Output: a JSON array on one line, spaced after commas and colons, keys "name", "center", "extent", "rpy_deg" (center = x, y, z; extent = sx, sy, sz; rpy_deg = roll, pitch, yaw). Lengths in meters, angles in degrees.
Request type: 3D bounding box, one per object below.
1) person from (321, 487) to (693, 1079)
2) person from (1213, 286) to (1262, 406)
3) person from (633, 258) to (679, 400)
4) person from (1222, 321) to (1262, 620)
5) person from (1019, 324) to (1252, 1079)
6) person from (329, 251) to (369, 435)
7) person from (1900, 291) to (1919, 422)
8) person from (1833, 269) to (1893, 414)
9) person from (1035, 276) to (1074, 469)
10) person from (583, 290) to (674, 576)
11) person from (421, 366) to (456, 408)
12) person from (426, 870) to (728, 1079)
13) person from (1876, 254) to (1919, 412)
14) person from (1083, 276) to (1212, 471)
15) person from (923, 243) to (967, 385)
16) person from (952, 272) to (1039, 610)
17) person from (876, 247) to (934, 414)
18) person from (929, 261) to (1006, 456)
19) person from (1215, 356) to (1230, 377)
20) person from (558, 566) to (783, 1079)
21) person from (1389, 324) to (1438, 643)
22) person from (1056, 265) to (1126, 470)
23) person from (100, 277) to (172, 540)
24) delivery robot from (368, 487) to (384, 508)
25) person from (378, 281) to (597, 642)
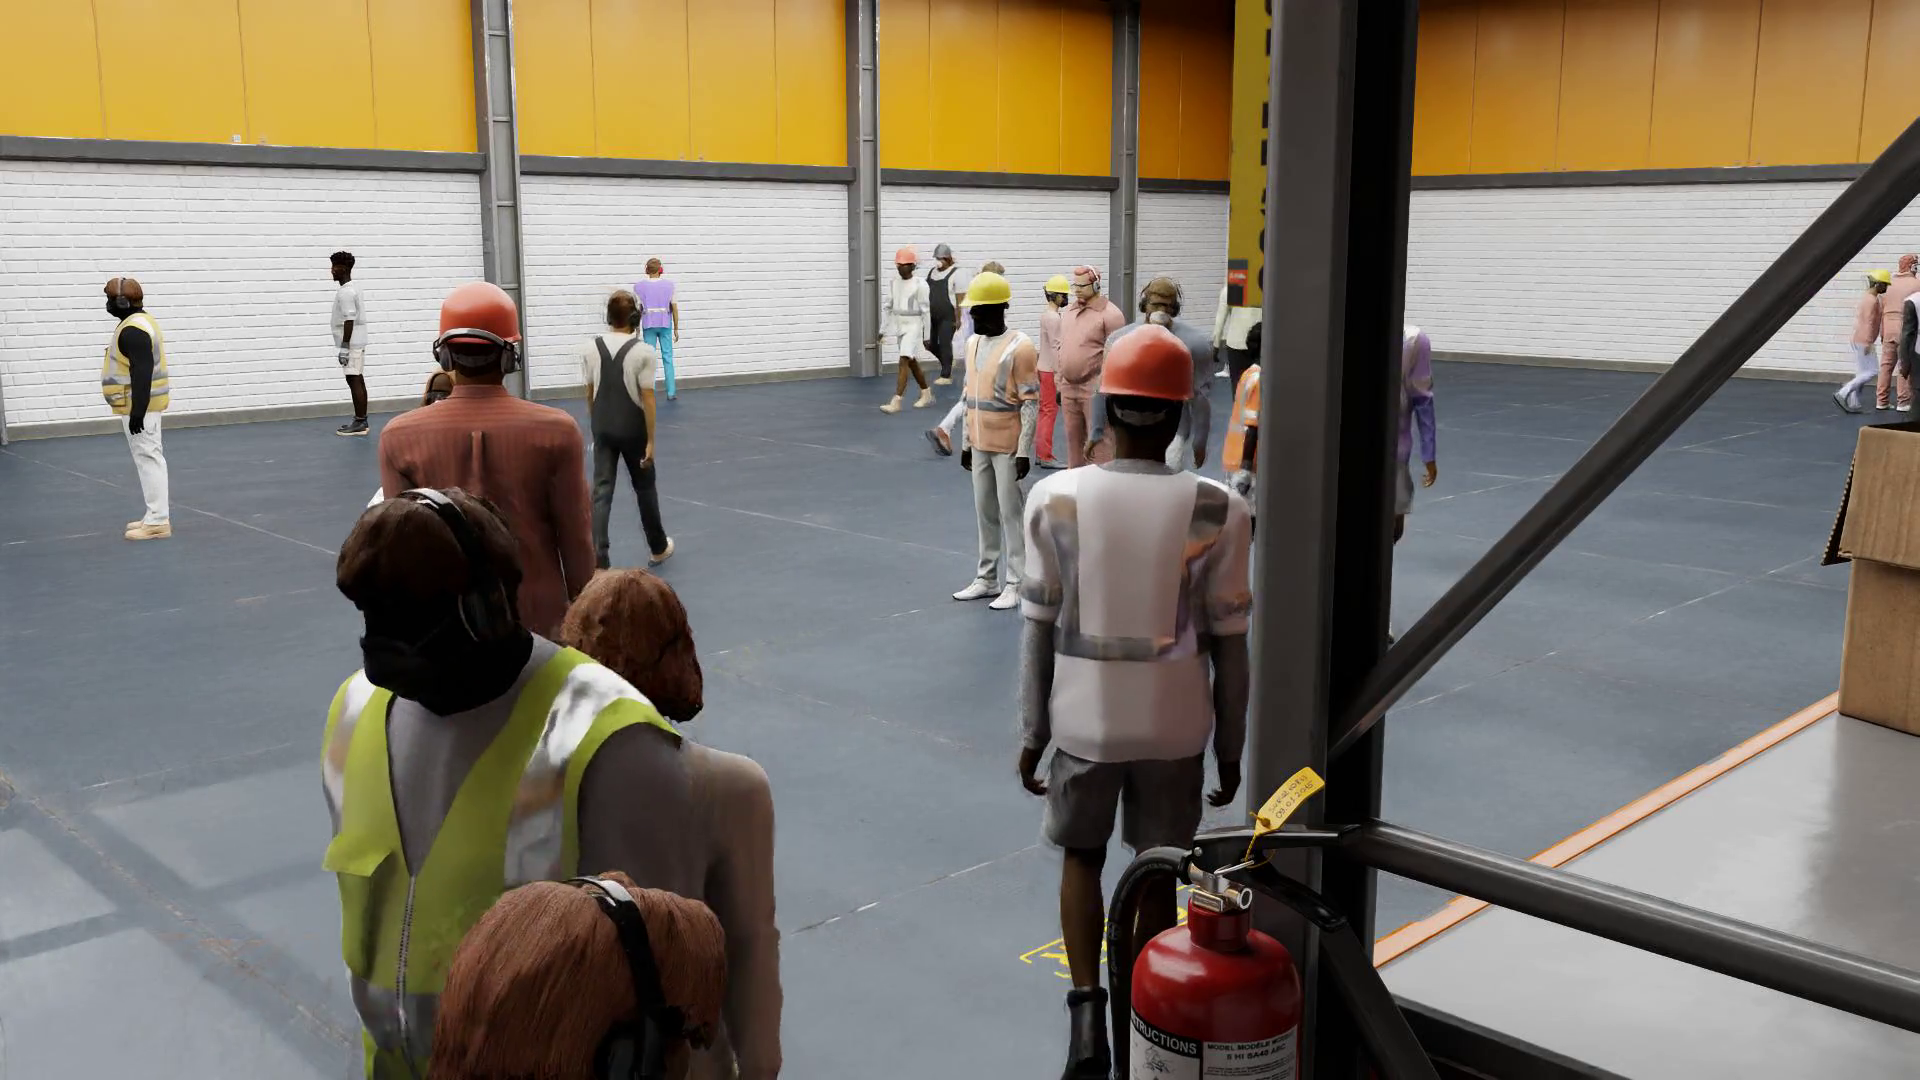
[{"name": "person", "center": [-0.675, 0.818, 2.407], "extent": [0.649, 1.792, 0.932], "rpy_deg": [4, 11, 22]}, {"name": "person", "center": [3.004, -2.061, 17.553], "extent": [0.647, 1.980, 0.548], "rpy_deg": [0, 10, 2]}, {"name": "person", "center": [-3.912, -2.705, 21.451], "extent": [0.563, 1.837, 0.389], "rpy_deg": [-2, 11, -12]}, {"name": "person", "center": [1.623, -0.399, 9.331], "extent": [0.403, 1.662, 0.640], "rpy_deg": [1, 10, 4]}, {"name": "person", "center": [0.418, 0.451, 4.009], "extent": [0.561, 1.920, 0.506], "rpy_deg": [2, 11, 9]}, {"name": "person", "center": [-6.550, -2.108, 17.840], "extent": [0.368, 1.966, 0.602], "rpy_deg": [-2, 11, -10]}, {"name": "person", "center": [9.462, -1.785, 16.270], "extent": [0.641, 1.900, 0.589], "rpy_deg": [-3, 11, -17]}, {"name": "person", "center": [10.755, -2.343, 19.744], "extent": [0.456, 1.738, 0.558], "rpy_deg": [5, 11, 23]}, {"name": "person", "center": [0.868, -1.536, 15.275], "extent": [0.321, 1.765, 0.533], "rpy_deg": [-1, 10, -7]}, {"name": "person", "center": [-2.093, -0.661, 10.423], "extent": [0.511, 1.794, 0.970], "rpy_deg": [2, 11, 10]}, {"name": "person", "center": [-1.997, 0.110, 6.646], "extent": [0.499, 1.636, 0.286], "rpy_deg": [3, 11, 16]}, {"name": "person", "center": [-0.414, 1.081, 1.398], "extent": [0.611, 1.615, 0.534], "rpy_deg": [-7, 12, -32]}, {"name": "person", "center": [11.442, -2.506, 20.171], "extent": [0.411, 1.911, 0.643], "rpy_deg": [-4, 11, -20]}, {"name": "person", "center": [1.075, -0.568, 9.640], "extent": [0.659, 1.883, 1.002], "rpy_deg": [6, 12, 29]}, {"name": "person", "center": [-0.243, -3.244, 23.832], "extent": [0.701, 2.000, 0.624], "rpy_deg": [8, 13, 39]}, {"name": "person", "center": [0.197, -0.563, 9.528], "extent": [0.381, 1.923, 0.591], "rpy_deg": [-8, 13, -36]}, {"name": "person", "center": [-0.627, -2.551, 20.225], "extent": [0.625, 1.995, 1.063], "rpy_deg": [10, 14, 43]}, {"name": "person", "center": [0.178, -1.713, 15.910], "extent": [0.905, 1.902, 0.632], "rpy_deg": [-4, 11, -23]}, {"name": "person", "center": [4.359, -3.257, 24.910], "extent": [0.988, 1.678, 0.501], "rpy_deg": [9, 13, 39]}, {"name": "person", "center": [-0.527, 0.834, 2.760], "extent": [0.518, 1.600, 0.722], "rpy_deg": [1, 10, 4]}, {"name": "person", "center": [2.211, -0.487, 8.932], "extent": [0.664, 1.992, 0.776], "rpy_deg": [0, 10, 2]}, {"name": "person", "center": [0.977, -1.188, 13.001], "extent": [0.407, 1.905, 0.639], "rpy_deg": [-9, 14, -42]}, {"name": "person", "center": [-5.808, -0.925, 11.740], "extent": [0.429, 1.839, 0.633], "rpy_deg": [-4, 11, -22]}, {"name": "delivery robot", "center": [-3.744, -0.214, 11.111], "extent": [0.477, 0.478, 0.707], "rpy_deg": [-3, 11, -13]}, {"name": "person", "center": [-1.399, 0.232, 4.999], "extent": [0.611, 1.996, 0.379], "rpy_deg": [-2, 11, -11]}]
